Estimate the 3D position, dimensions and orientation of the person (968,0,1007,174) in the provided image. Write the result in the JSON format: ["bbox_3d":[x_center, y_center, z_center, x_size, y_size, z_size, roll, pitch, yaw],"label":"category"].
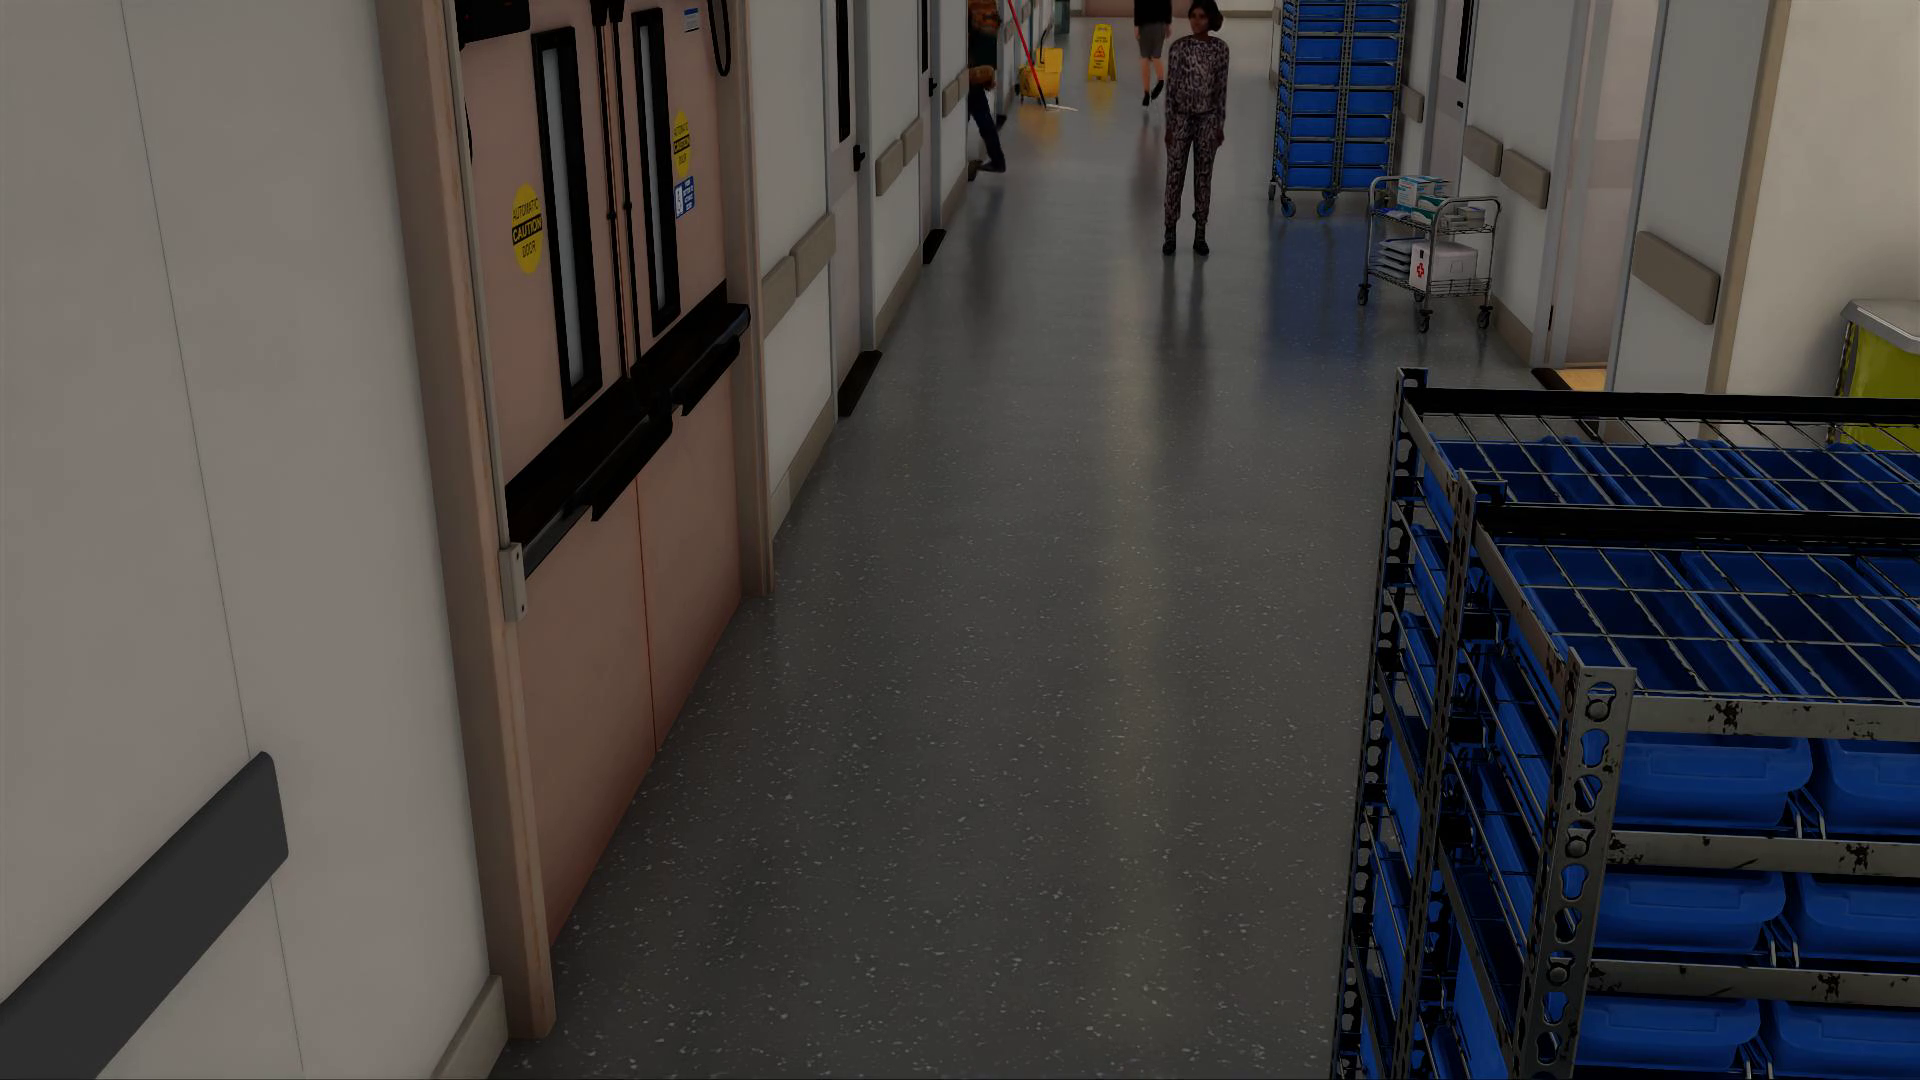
[{"bbox_3d":[0.191,-4.083,14.592,1.102,1.750,1.207,14,25,33],"label":"person"}]

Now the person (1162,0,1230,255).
[{"bbox_3d":[1.605,-2.833,11.397,0.560,1.716,0.517,2,21,5],"label":"person"}]

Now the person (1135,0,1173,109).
[{"bbox_3d":[2.241,-5.891,19.361,0.750,1.794,1.195,-2,21,-5],"label":"person"}]
